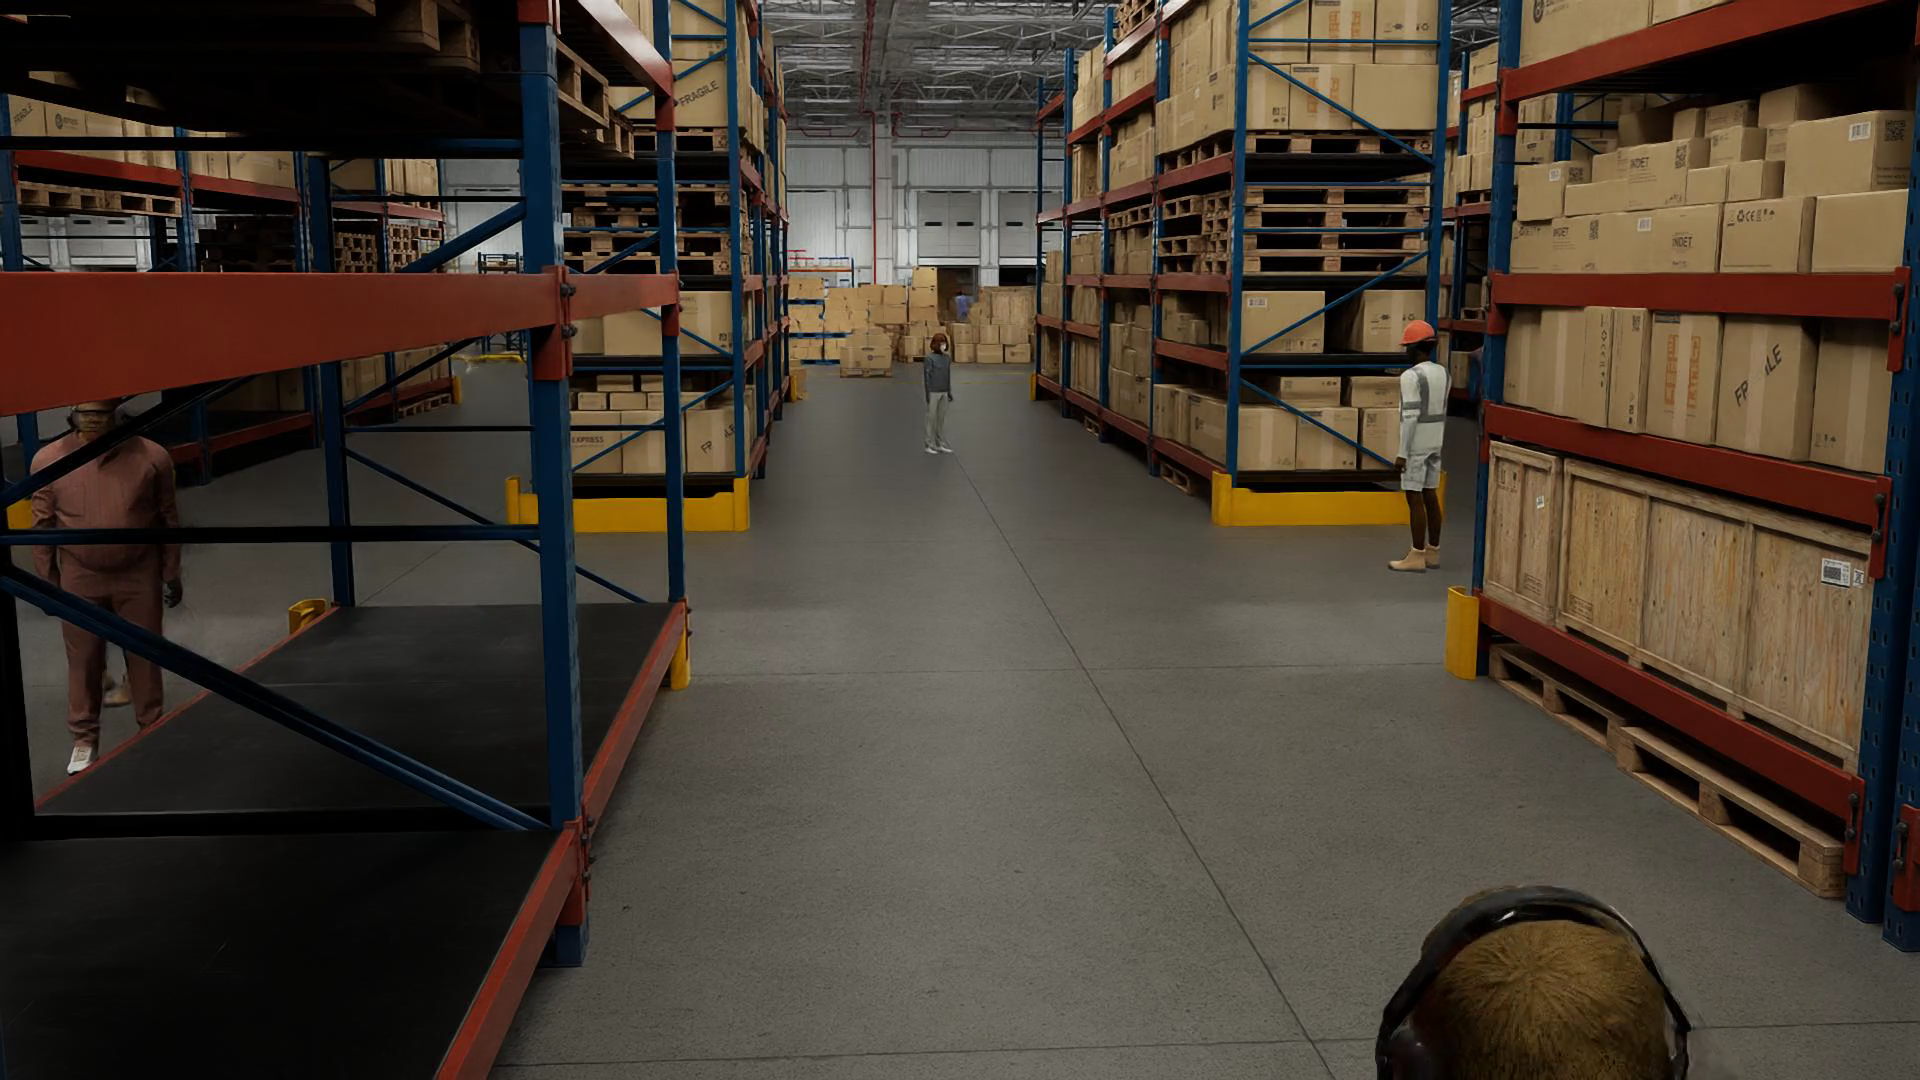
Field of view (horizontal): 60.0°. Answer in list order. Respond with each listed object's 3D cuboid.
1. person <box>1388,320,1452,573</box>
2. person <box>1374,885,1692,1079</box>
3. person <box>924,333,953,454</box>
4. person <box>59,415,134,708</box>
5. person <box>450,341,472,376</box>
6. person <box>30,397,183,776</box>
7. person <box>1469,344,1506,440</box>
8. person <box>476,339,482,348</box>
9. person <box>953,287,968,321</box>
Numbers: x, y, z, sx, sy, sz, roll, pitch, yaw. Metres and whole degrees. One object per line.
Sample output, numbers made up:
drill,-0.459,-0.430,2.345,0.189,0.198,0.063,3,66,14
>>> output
person,3.707,-0.753,13.484,0.611,2.040,0.393,-9,13,-43
person,0.467,1.218,1.464,0.627,1.919,0.664,2,9,10
person,-0.292,-1.975,22.434,0.268,1.632,0.507,8,12,40
person,-4.748,0.113,9.185,0.536,1.683,0.427,3,9,16
person,-12.065,-4.830,39.659,0.628,1.854,0.542,-5,10,-28
person,-4.120,0.178,8.068,0.646,1.904,0.401,-5,10,-27
person,6.524,-1.698,20.217,0.662,1.783,0.924,2,9,15
person,-15.898,-7.194,54.658,0.514,1.806,0.895,-1,9,-8
person,-0.027,-9.119,66.414,0.579,1.909,0.806,-6,11,-33
